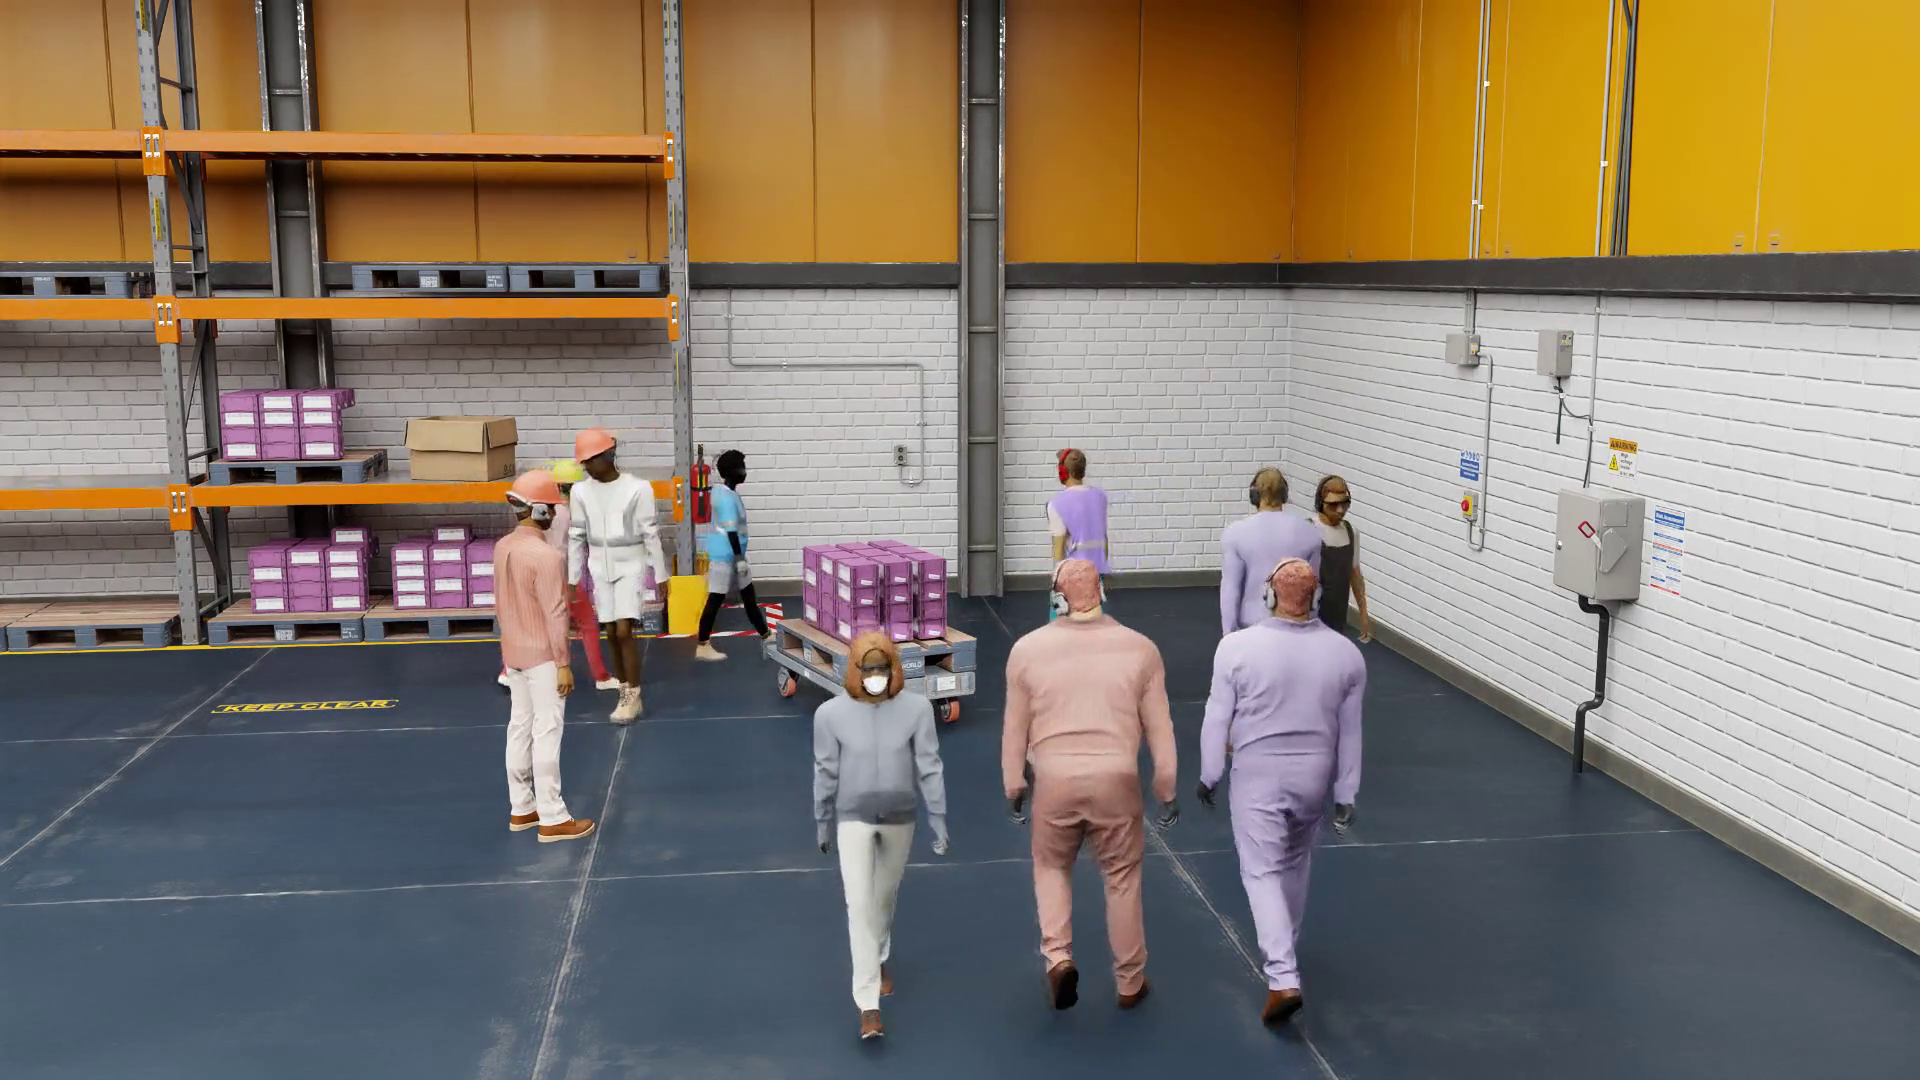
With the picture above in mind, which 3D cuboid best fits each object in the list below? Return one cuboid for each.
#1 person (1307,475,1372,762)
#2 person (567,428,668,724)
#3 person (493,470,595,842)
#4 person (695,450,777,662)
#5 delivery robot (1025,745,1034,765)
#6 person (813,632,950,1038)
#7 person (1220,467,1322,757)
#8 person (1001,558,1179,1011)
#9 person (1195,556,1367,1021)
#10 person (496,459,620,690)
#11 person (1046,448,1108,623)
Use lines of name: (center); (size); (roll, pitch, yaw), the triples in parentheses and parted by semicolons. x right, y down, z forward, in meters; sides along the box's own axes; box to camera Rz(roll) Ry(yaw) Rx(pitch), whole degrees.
person: (2.275, 0.500, 10.228); (0.621, 1.823, 0.394); (-6, 11, -32)
person: (-2.343, 0.250, 11.216); (0.687, 1.993, 0.699); (2, 9, 15)
person: (-2.258, 0.618, 8.922); (0.384, 1.991, 0.609); (-9, 13, -44)
person: (-1.698, 0.130, 12.995); (0.842, 1.657, 0.550); (-1, 9, -3)
delivery robot: (0.569, 1.158, 9.728); (0.477, 0.478, 0.707); (-3, 9, -17)
person: (-0.314, 1.166, 6.712); (0.519, 1.589, 0.834); (-2, 9, -13)
person: (1.854, 0.509, 9.967); (0.639, 1.886, 1.034); (-1, 9, -7)
person: (0.529, 1.023, 6.778); (0.735, 1.874, 0.557); (1, 9, 7)
person: (1.349, 1.003, 6.911); (0.646, 1.870, 0.943); (-1, 9, -9)
person: (-2.901, 0.269, 11.954); (0.930, 1.717, 0.519); (-4, 10, -25)
person: (0.899, 0.256, 11.770); (0.572, 1.812, 0.878); (-8, 12, -41)
